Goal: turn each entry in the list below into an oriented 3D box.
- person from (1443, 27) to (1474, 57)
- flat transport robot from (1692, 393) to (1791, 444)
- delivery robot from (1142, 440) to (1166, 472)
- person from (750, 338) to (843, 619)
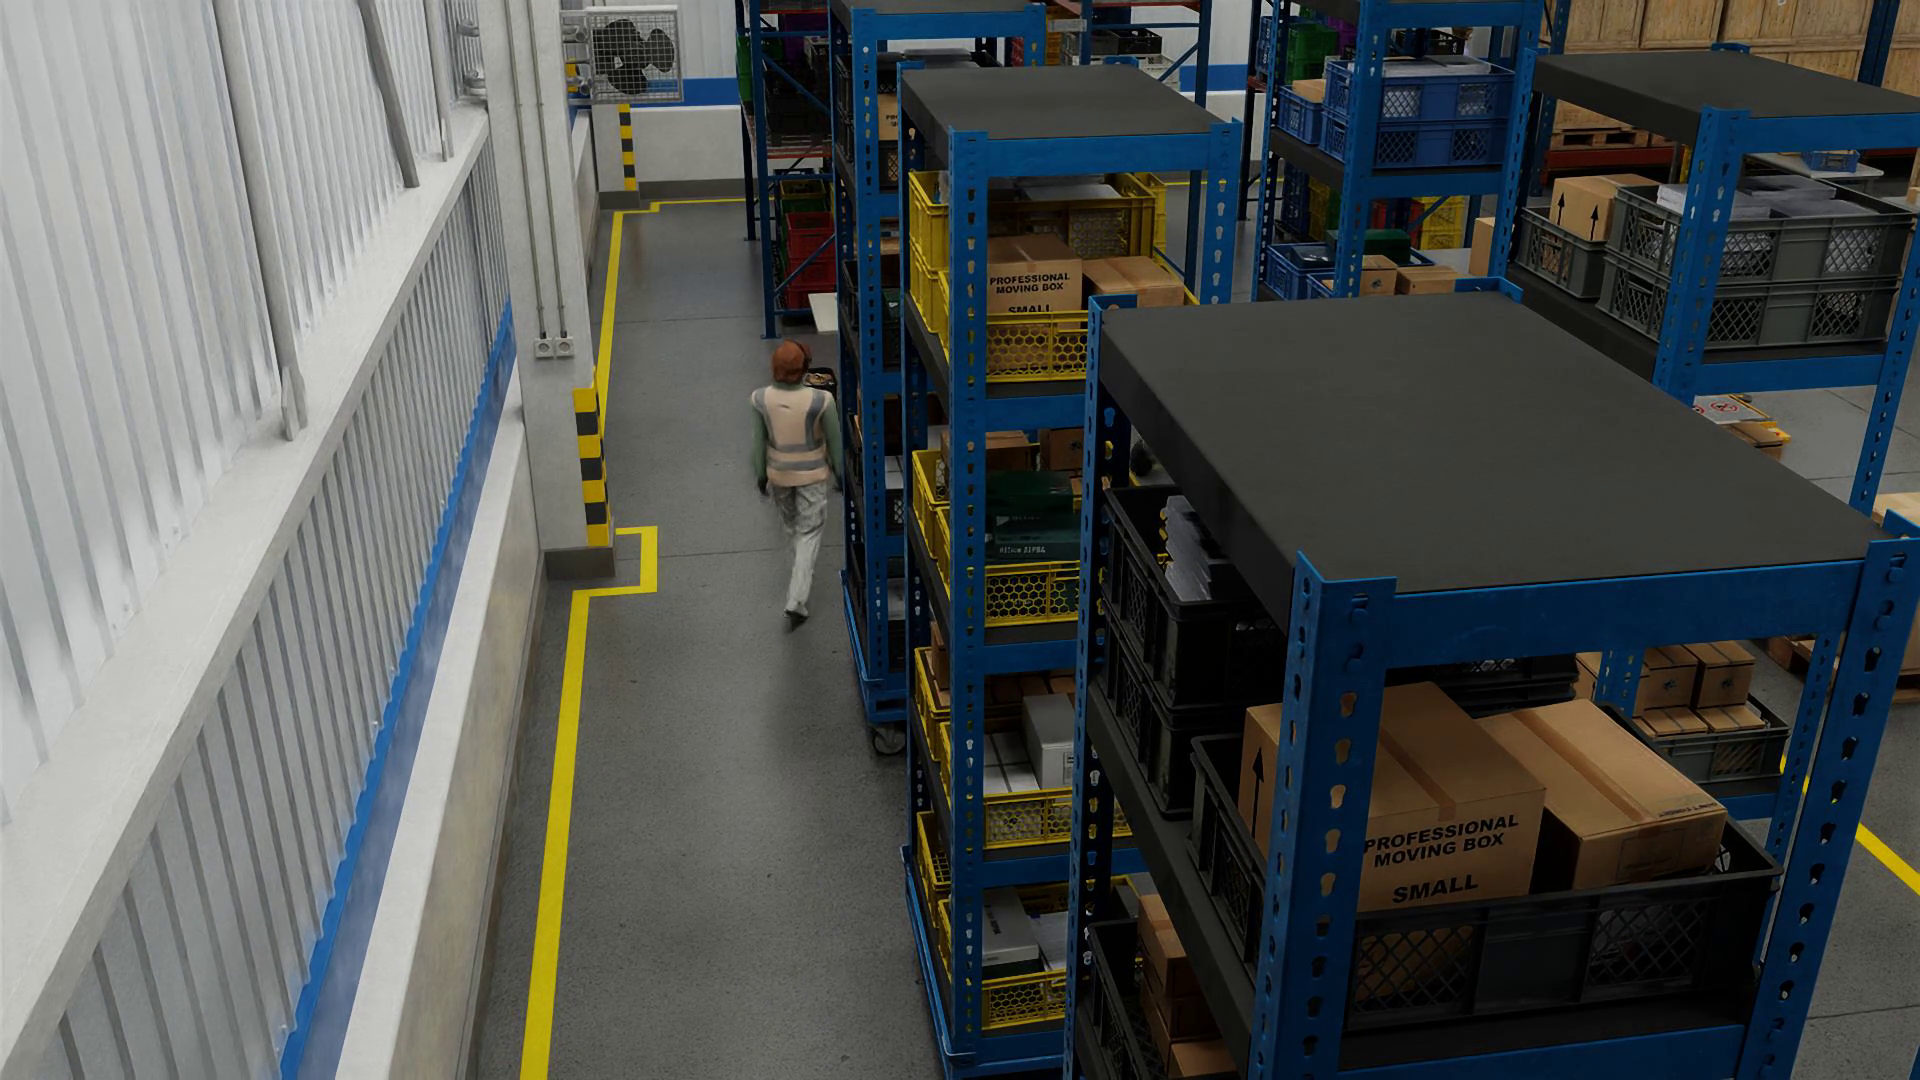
[{"bbox_3d":[5.722,-5.094,19.359,0.372,1.940,0.630,-5,25,-10],"label":"person"},{"bbox_3d":[5.224,-0.859,12.132,1.431,0.197,0.652,-4,25,-8],"label":"flat transport robot"},{"bbox_3d":[1.574,-0.754,11.460,0.477,0.478,0.707,20,31,36],"label":"delivery robot"},{"bbox_3d":[-0.922,-0.353,9.448,0.525,1.614,0.744,6,25,13],"label":"person"}]
